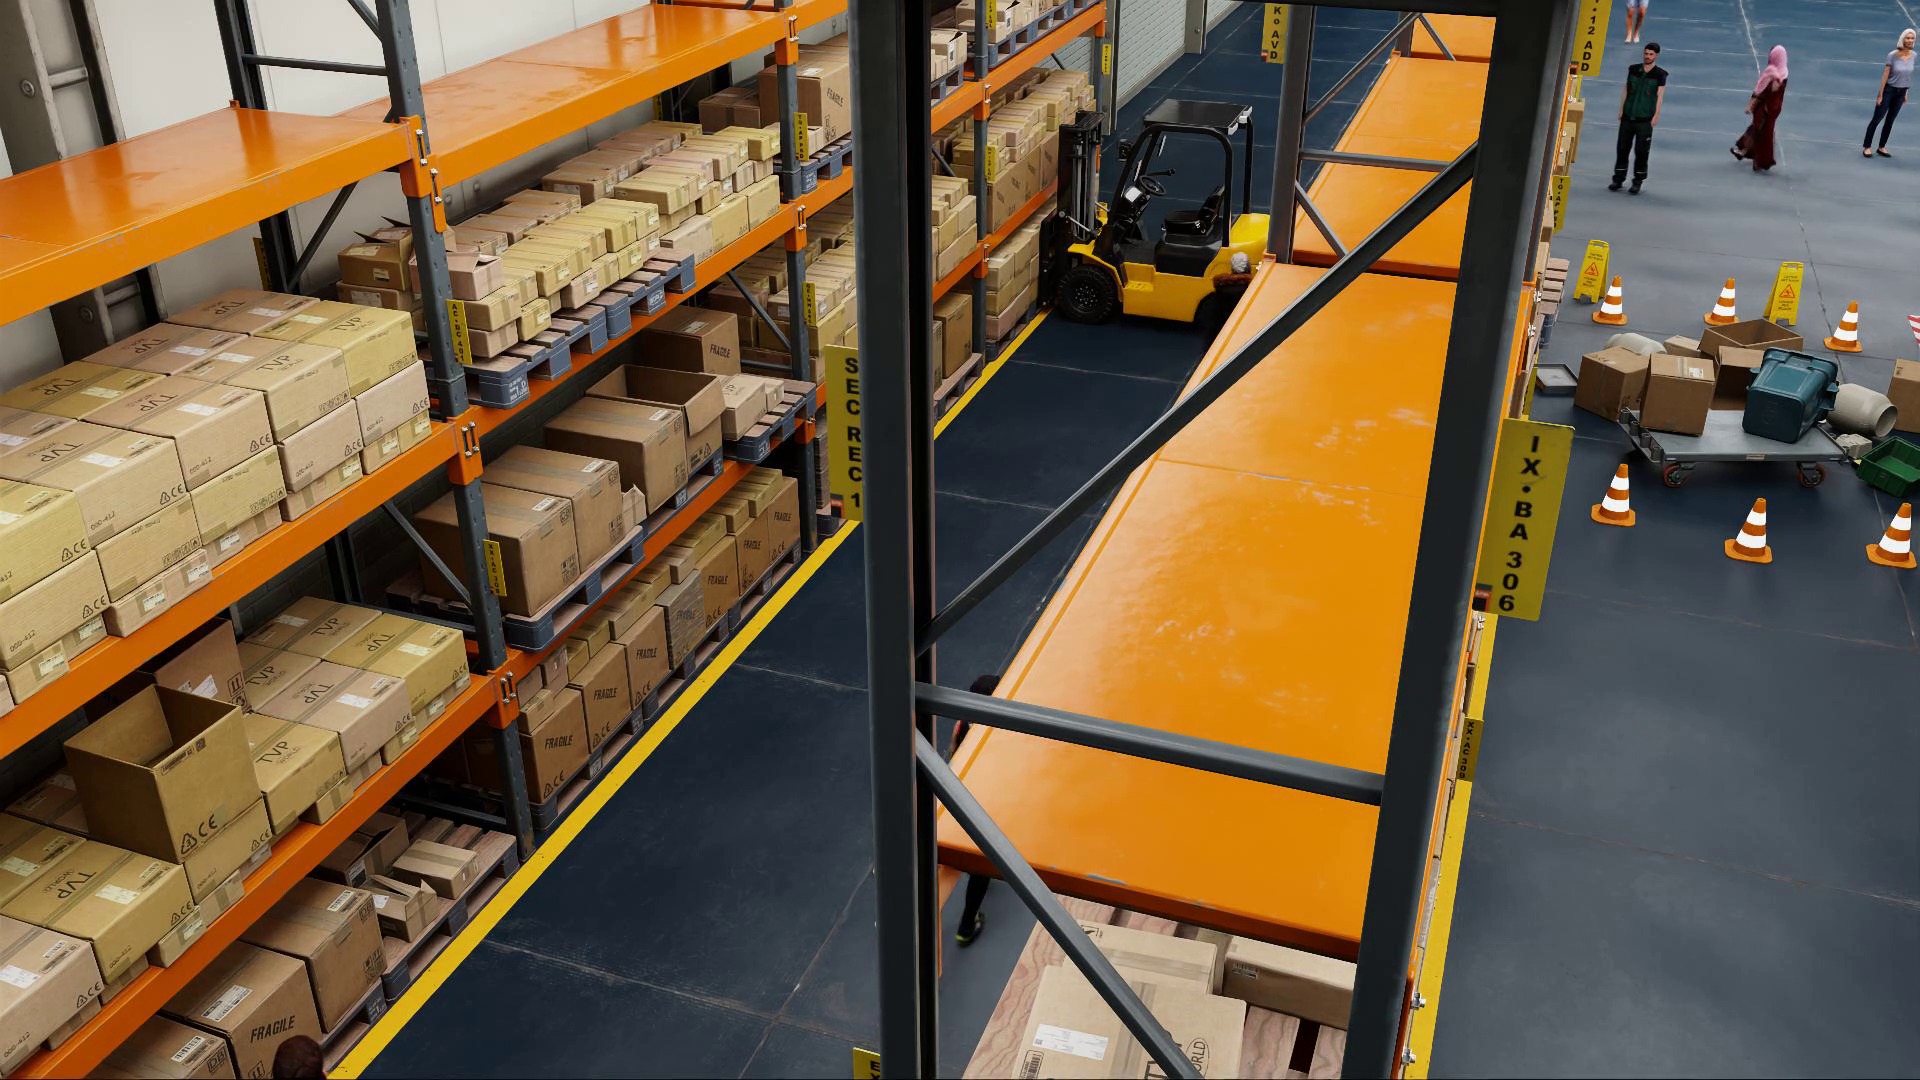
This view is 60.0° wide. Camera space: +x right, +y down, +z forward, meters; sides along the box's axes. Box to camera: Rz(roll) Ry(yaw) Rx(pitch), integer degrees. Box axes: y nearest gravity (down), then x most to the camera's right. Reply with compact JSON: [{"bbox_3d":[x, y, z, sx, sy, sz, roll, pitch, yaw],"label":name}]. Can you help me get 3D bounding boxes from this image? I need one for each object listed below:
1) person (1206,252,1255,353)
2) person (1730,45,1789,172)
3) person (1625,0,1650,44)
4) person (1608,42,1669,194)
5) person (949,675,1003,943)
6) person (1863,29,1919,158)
[{"bbox_3d":[2.378,-1.695,14.661,0.890,1.589,1.152,23,36,36],"label":"person"},{"bbox_3d":[10.877,-5.770,22.263,1.045,1.635,1.075,-15,32,-26],"label":"person"},{"bbox_3d":[12.113,-9.826,29.667,0.653,1.835,0.621,11,30,20],"label":"person"},{"bbox_3d":[8.708,-5.432,21.347,0.739,1.900,0.714,23,36,37],"label":"person"},{"bbox_3d":[0.090,1.447,8.842,0.703,1.512,1.065,16,32,27],"label":"person"},{"bbox_3d":[12.836,-6.158,22.898,0.648,1.722,0.640,-2,28,-4],"label":"person"}]
